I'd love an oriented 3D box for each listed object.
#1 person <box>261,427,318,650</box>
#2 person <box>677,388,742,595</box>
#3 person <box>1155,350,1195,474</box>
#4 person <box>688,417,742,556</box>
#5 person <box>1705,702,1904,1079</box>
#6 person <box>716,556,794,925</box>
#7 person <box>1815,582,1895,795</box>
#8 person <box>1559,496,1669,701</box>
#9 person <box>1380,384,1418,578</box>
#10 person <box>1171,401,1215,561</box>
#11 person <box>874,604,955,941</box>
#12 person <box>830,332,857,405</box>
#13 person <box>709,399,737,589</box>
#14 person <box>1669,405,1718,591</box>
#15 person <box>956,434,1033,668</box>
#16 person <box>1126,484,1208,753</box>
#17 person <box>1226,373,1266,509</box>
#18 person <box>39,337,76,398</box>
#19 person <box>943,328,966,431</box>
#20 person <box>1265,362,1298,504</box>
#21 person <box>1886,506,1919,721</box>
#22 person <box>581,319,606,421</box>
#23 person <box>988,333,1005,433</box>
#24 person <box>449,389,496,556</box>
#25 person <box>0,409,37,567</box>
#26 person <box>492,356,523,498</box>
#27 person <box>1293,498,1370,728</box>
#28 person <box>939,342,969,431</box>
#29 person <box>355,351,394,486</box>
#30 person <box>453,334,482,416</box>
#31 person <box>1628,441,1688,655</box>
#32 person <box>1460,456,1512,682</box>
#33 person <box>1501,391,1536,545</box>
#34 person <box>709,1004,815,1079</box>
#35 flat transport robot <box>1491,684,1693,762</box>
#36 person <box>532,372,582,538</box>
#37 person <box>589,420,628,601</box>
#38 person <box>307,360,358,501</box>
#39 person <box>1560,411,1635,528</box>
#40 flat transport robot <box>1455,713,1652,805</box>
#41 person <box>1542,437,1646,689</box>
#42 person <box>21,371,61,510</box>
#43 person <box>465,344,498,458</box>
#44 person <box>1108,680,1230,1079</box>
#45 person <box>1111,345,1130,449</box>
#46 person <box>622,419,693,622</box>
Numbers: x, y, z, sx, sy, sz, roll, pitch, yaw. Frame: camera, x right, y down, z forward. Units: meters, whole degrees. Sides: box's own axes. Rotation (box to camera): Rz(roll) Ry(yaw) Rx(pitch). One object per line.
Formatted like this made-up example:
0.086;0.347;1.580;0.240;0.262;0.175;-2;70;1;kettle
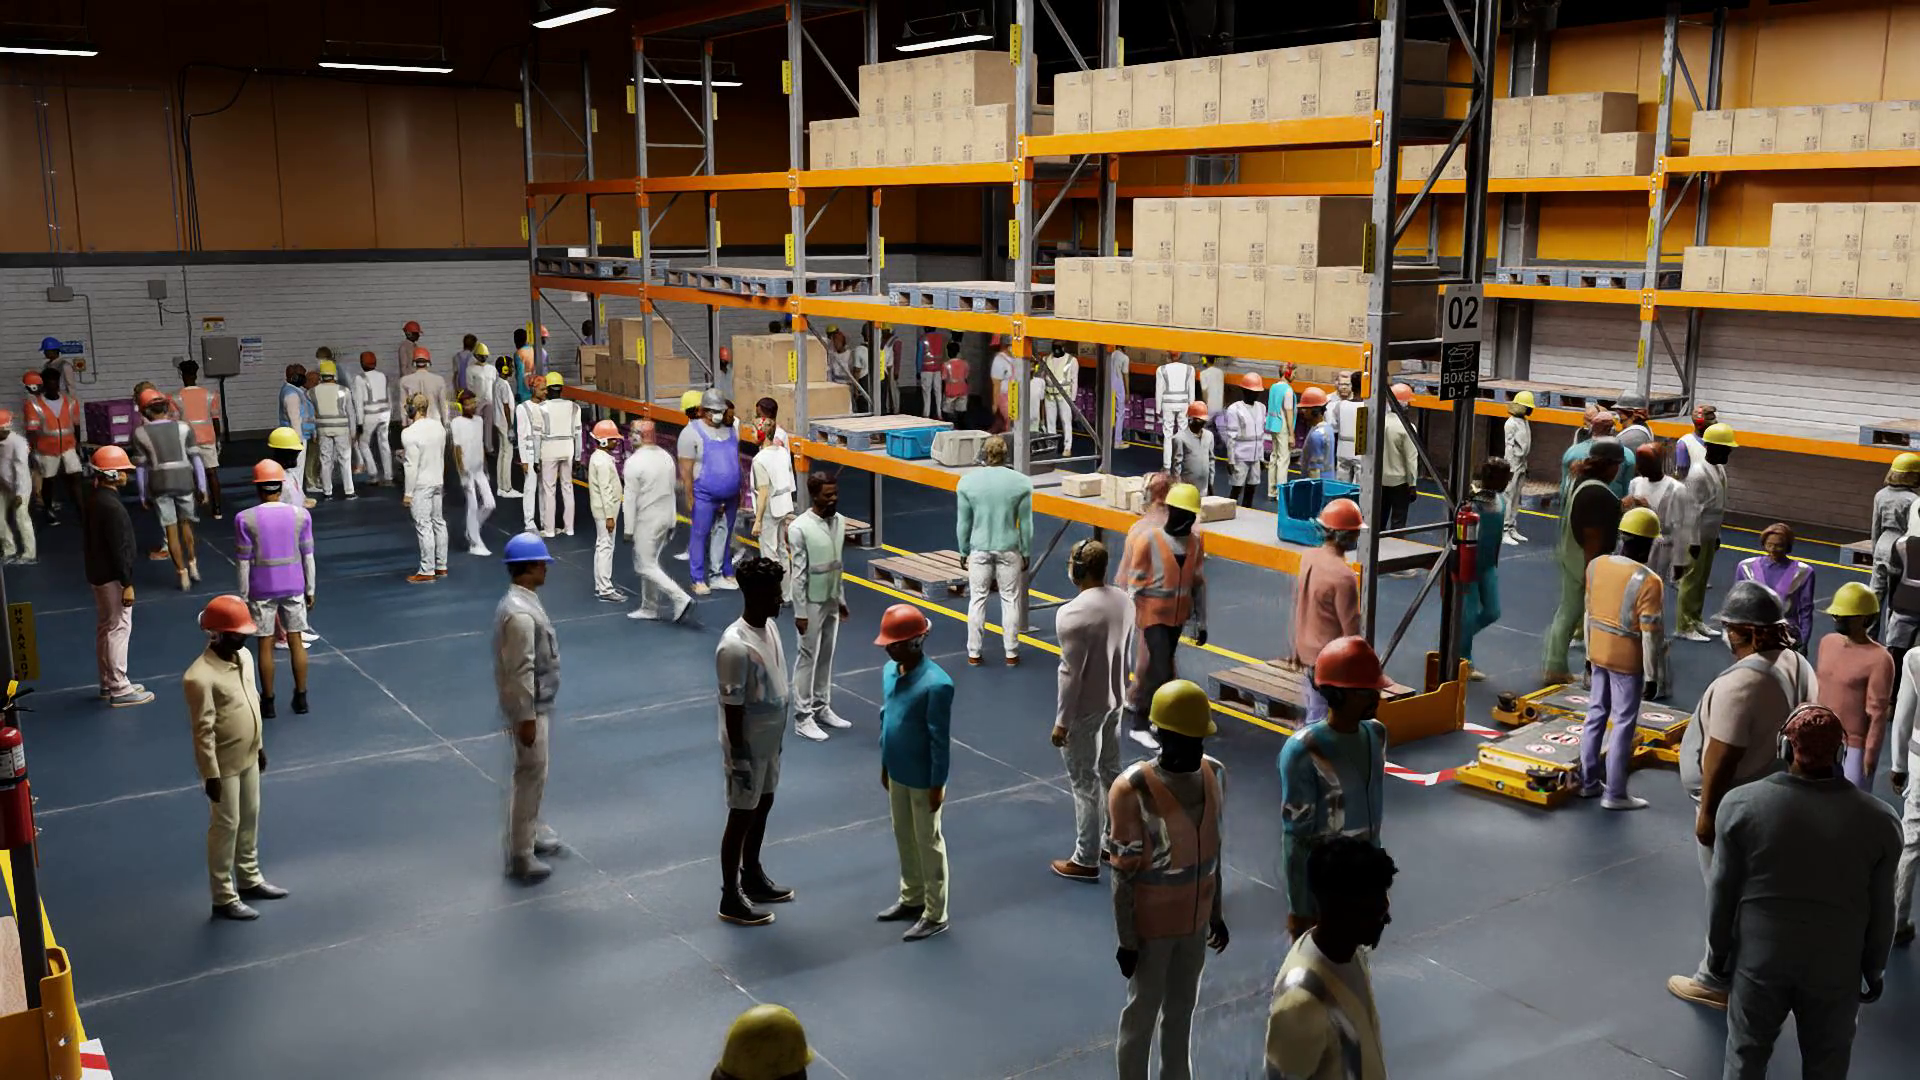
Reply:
-5.759;-0.020;14.265;0.390;1.922;0.599;-1;11;-7;person
-2.398;-0.491;16.364;0.536;2.000;0.688;11;15;43;person
3.080;-1.878;23.860;0.574;1.886;0.361;-1;11;-3;person
-2.661;-0.733;18.098;0.565;1.847;0.396;-2;11;-12;person
3.166;1.548;6.306;0.642;1.900;0.401;5;12;25;person
-1.075;1.041;8.753;0.366;1.958;0.610;3;11;14;person
4.790;1.087;9.019;0.334;1.761;0.526;-2;11;-12;person
5.068;0.461;12.636;0.858;1.591;0.516;-3;11;-13;person
4.469;-0.611;17.093;0.386;1.992;0.624;-6;13;-29;person
2.513;-0.620;17.786;0.567;1.743;0.350;-7;13;-33;person
-0.260;1.180;8.590;0.354;1.740;0.575;-8;13;-35;person
-2.177;-3.107;30.845;0.561;1.602;0.547;-10;15;-41;person
-2.386;-0.455;16.537;0.409;1.907;0.598;-1;11;-3;person
7.271;-0.417;16.476;0.570;1.848;0.377;-7;13;-33;person
0.280;0.093;13.678;0.626;1.930;0.380;1;11;3;person
1.469;0.562;11.357;0.616;1.884;0.860;-8;13;-34;person
3.285;-0.945;18.958;0.552;1.932;0.377;-7;13;-32;person
-13.130;-1.983;24.241;0.615;1.945;0.406;6;13;29;person
-0.089;-2.757;28.291;0.409;1.918;0.584;-3;11;-14;person
4.141;-1.379;21.414;0.390;1.843;0.563;-3;11;-14;person
6.996;0.524;12.077;0.321;1.694;0.536;-9;14;-39;person
-6.292;-2.809;28.513;0.367;1.933;0.627;4;12;18;person
0.623;-2.209;25.457;0.390;1.928;0.548;0;11;-2;person
-5.294;-0.729;18.089;0.396;1.846;0.519;6;12;27;person
-10.006;-0.546;17.506;0.612;1.704;0.504;6;12;26;person
-5.976;-1.489;21.922;0.315;1.866;0.534;-7;13;-30;person
2.421;0.712;10.394;0.816;1.963;0.645;-2;11;-11;person
-0.085;-2.343;26.742;0.547;1.677;0.402;-6;13;-28;person
-8.039;-1.655;22.765;0.541;1.862;0.629;7;13;30;person
-7.880;-2.380;26.611;0.518;1.818;0.660;2;11;11;person
5.716;0.116;13.709;0.456;1.862;0.647;-5;12;-22;person
4.125;0.218;13.316;0.516;1.821;0.461;-6;12;-27;person
6.319;-0.821;18.839;0.308;1.736;0.484;9;14;38;person
-0.512;2.023;4.304;0.490;1.730;0.324;6;13;29;person
4.612;1.275;11.869;0.652;0.197;1.431;-10;15;-42;flat transport robot
-4.655;-0.979;19.207;0.591;1.911;0.398;-9;14;-37;person
-3.395;-0.288;16.060;0.337;1.749;0.574;-4;12;-18;person
-8.146;-1.418;21.635;0.590;1.837;0.404;-1;11;-6;person
5.892;-0.234;15.393;0.641;1.910;0.401;5;12;25;person
3.965;1.433;11.063;1.431;0.197;0.652;-10;15;-42;flat transport robot
5.054;0.170;12.984;0.883;2.000;0.692;0;11;2;person
-11.635;-1.263;21.040;0.318;1.756;0.562;-5;12;-26;person
-7.271;-2.108;25.358;0.318;1.764;0.522;9;14;39;person
0.839;1.481;6.566;0.586;1.928;0.364;-9;14;-38;person
2.523;-2.356;26.455;0.357;1.835;0.516;-8;13;-35;person
-2.746;-0.149;15.036;0.693;1.880;0.663;5;12;23;person
